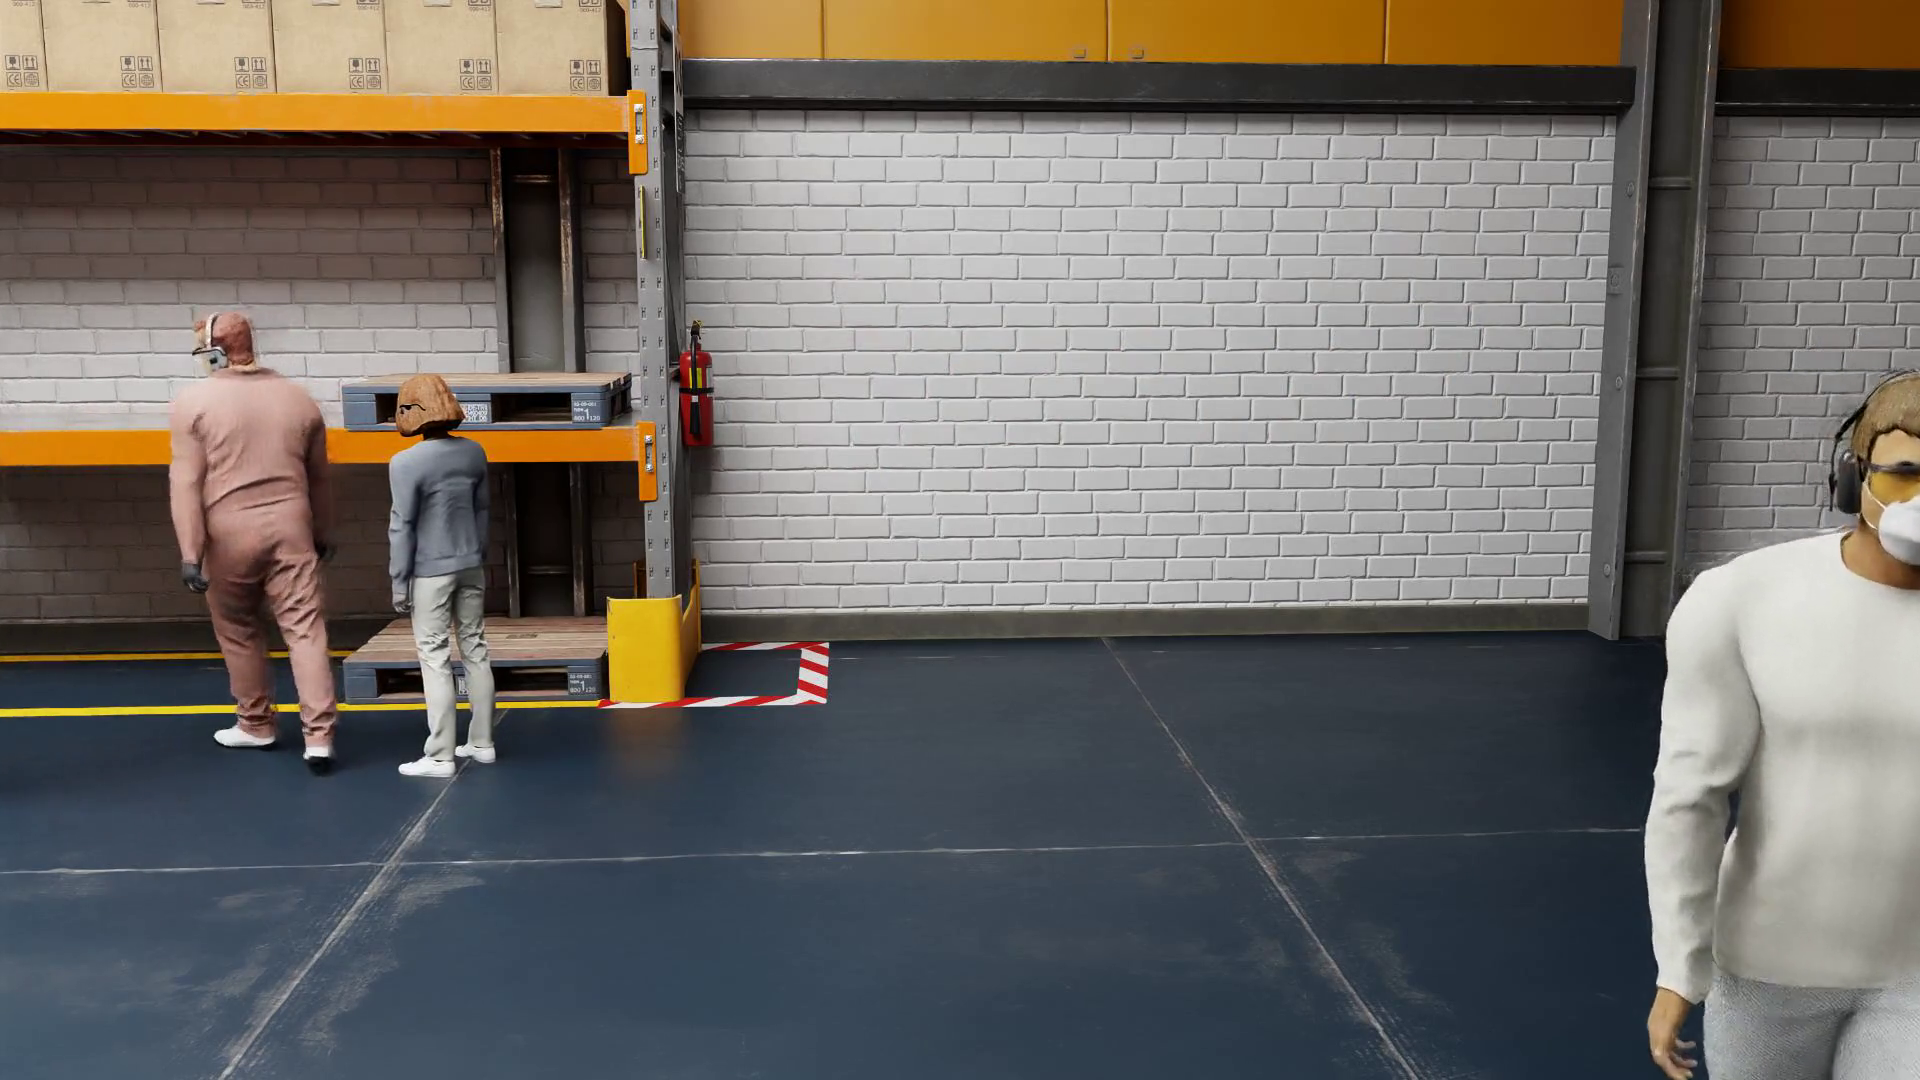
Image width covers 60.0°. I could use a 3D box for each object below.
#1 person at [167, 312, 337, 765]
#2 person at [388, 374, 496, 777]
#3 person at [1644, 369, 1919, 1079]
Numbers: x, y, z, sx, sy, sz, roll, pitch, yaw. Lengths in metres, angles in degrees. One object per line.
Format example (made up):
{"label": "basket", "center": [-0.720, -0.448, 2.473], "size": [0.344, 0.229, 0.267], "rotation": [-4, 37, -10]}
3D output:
{"label": "person", "center": [-2.863, 0.015, 6.818], "size": [0.724, 1.866, 0.796], "rotation": [-8, 12, -40]}
{"label": "person", "center": [-2.104, 0.146, 6.747], "size": [0.277, 1.628, 0.500], "rotation": [5, 10, 30]}
{"label": "person", "center": [1.432, 0.665, 2.680], "size": [0.630, 1.898, 1.019], "rotation": [4, 10, 22]}
